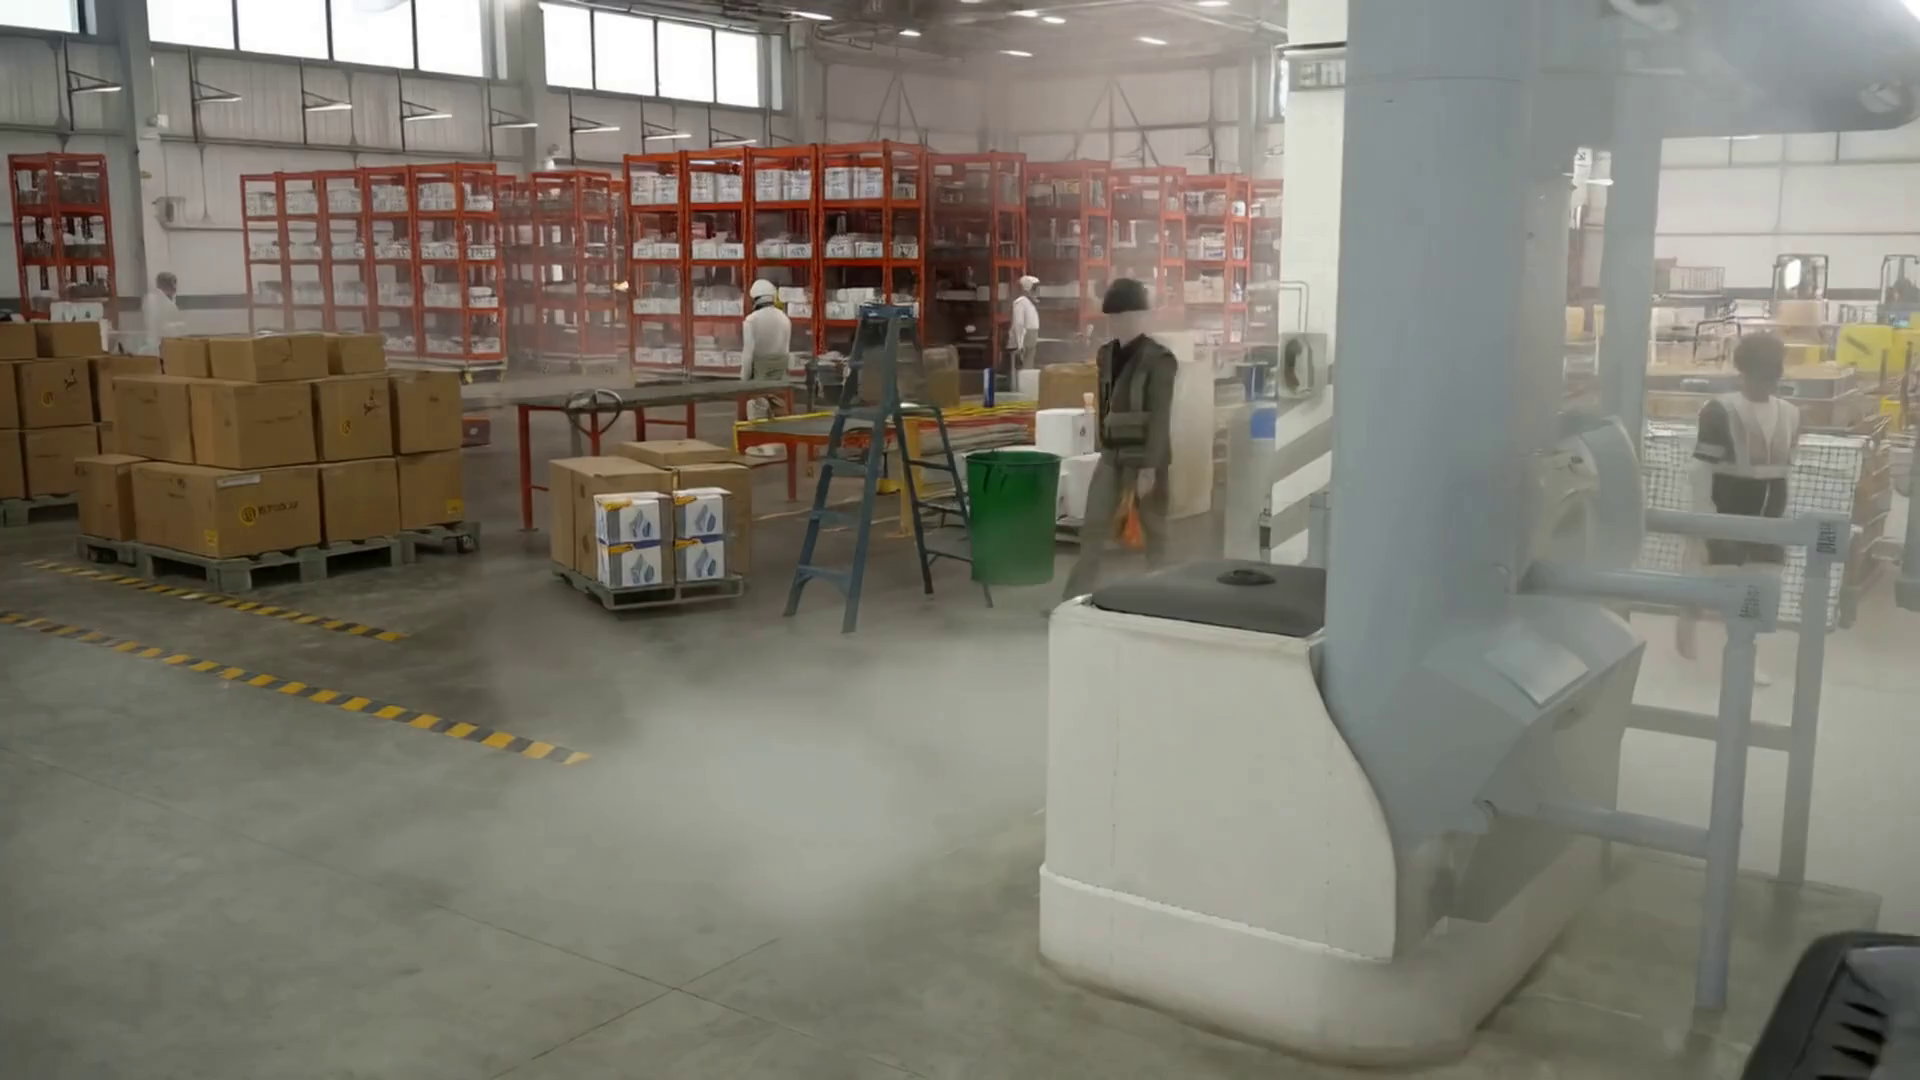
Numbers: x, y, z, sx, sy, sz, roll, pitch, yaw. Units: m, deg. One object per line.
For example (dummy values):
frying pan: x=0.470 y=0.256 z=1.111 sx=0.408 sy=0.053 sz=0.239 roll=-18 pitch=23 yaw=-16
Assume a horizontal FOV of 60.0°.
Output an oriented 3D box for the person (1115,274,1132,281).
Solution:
person: x=3.012 y=-4.107 z=31.130 sx=0.404 sy=1.829 sz=0.591 roll=-4 pitch=10 yaw=-25

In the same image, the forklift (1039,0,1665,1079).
forklift: x=1.249 y=-0.137 z=4.360 sx=1.873 sy=2.768 sz=1.129 roll=7 pitch=12 yaw=35

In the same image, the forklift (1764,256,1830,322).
forklift: x=20.253 y=-5.854 z=40.139 sx=1.157 sy=1.987 sz=2.680 roll=7 pitch=12 yaw=35

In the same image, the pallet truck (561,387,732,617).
pallet truck: x=-1.981 y=-0.274 z=10.088 sx=0.680 sy=1.201 sz=1.601 roll=-5 pitch=11 yaw=-28

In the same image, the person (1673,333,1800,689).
person: x=3.730 y=-0.148 z=7.945 sx=0.548 sy=1.686 sz=0.448 roll=-2 pitch=10 yaw=-13

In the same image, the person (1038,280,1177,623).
person: x=0.825 y=-0.433 z=8.986 sx=0.909 sy=1.909 sz=0.644 roll=-7 pitch=12 yaw=-34

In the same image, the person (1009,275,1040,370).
person: x=0.804 y=-2.375 z=20.769 sx=0.373 sy=1.840 sz=0.572 roll=2 pitch=10 yaw=13

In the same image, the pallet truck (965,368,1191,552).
pallet truck: x=0.845 y=-0.609 z=11.869 sx=1.630 sy=1.274 sz=0.653 roll=7 pitch=12 yaw=35

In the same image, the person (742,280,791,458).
person: x=-1.984 y=-1.707 z=16.826 sx=0.404 sy=1.829 sz=0.600 roll=9 pitch=13 yaw=43

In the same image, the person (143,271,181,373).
person: x=-10.043 y=-2.438 z=21.009 sx=0.459 sy=1.886 sz=0.662 roll=-1 pitch=10 yaw=-4

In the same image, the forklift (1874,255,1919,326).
forklift: x=22.089 y=-5.634 z=38.796 sx=1.157 sy=1.987 sz=2.680 roll=6 pitch=11 yaw=33
